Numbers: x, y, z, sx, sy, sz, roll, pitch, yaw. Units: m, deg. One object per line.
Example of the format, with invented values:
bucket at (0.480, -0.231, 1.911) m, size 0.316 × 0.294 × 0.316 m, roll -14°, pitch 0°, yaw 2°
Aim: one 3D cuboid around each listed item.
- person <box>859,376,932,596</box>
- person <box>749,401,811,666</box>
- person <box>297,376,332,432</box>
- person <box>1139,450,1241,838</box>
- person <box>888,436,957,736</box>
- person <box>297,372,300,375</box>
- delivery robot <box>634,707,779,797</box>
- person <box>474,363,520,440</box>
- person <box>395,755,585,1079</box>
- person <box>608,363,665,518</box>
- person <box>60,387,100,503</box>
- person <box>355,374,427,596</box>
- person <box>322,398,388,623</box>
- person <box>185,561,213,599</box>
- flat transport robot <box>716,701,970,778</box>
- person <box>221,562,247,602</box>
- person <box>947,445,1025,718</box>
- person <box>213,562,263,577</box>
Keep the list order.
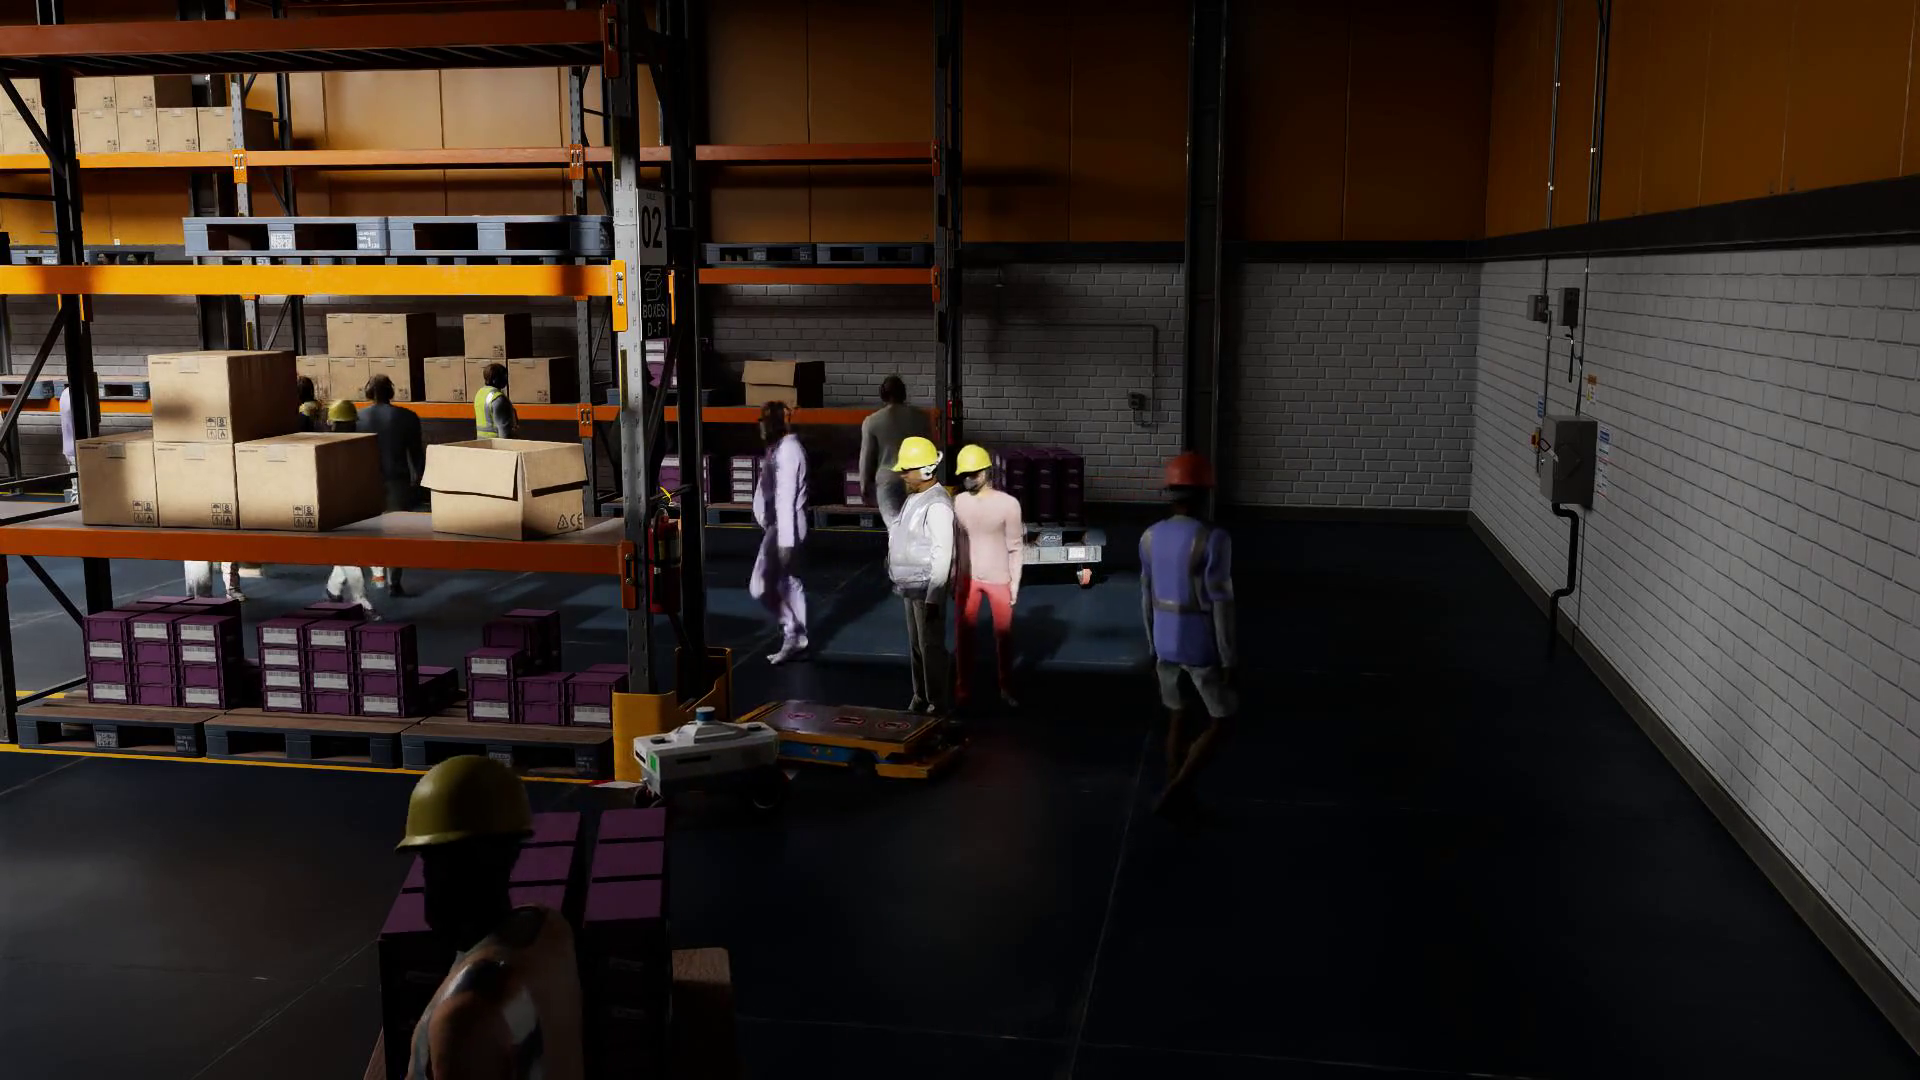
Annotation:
person at (-0.579, -0.494, 14.645) m, size 0.640 × 1.883 × 1.008 m, roll -4°, pitch 10°, yaw -23°
person at (-1.269, -0.038, 11.788) m, size 0.444 × 1.890 × 0.672 m, roll 0°, pitch 9°, yaw 1°
person at (-6.317, -0.669, 15.984) m, size 0.951 × 1.791 × 0.631 m, roll -1°, pitch 9°, yaw -5°
person at (1.130, 0.523, 8.187) m, size 0.555 × 1.924 × 0.601 m, roll -8°, pitch 12°, yaw -39°
person at (-0.230, 0.284, 9.996) m, size 0.403 × 1.823 × 0.586 m, roll -3°, pitch 10°, yaw -16°
person at (-6.888, -0.899, 16.982) m, size 0.377 × 1.936 × 0.549 m, roll -5°, pitch 10°, yaw -26°
delivery robot at (-1.304, 1.102, 8.554) m, size 0.707 × 0.478 × 0.477 m, roll -4°, pitch 10°, yaw -26°
person at (-4.868, -0.947, 17.573) m, size 0.429 × 1.846 × 0.627 m, roll -7°, pitch 12°, yaw -37°
person at (-0.775, 1.354, 3.207) m, size 0.854 × 1.885 × 0.620 m, roll 0°, pitch 9°, yaw -3°
person at (-3.136, -0.815, 16.140) m, size 0.535 × 2.000 × 0.688 m, roll 1°, pitch 9°, yaw 6°
person at (-8.673, -0.819, 16.482) m, size 0.372 × 1.940 × 0.630 m, roll -7°, pitch 12°, yaw -38°
person at (-5.017, -0.500, 14.591) m, size 0.651 × 1.899 × 0.909 m, roll -3°, pitch 9°, yaw -15°
person at (-4.974, -0.258, 13.461) m, size 0.887 × 1.797 × 0.594 m, roll 6°, pitch 11°, yaw 32°
person at (-6.145, -0.305, 13.463) m, size 0.337 × 1.882 × 0.583 m, roll -7°, pitch 11°, yaw -36°
flat transport robot at (-0.721, 1.126, 9.574) m, size 1.431 × 0.197 × 0.652 m, roll 4°, pitch 10°, yaw 21°
person at (-6.307, -0.446, 13.994) m, size 0.609 × 1.995 × 0.376 m, roll -6°, pitch 11°, yaw -35°
person at (0.169, 0.251, 10.518) m, size 0.546 × 1.727 × 0.622 m, roll 3°, pitch 10°, yaw 18°
person at (-6.744, -0.557, 15.205) m, size 0.759 × 1.822 × 0.541 m, roll 1°, pitch 9°, yaw 8°
